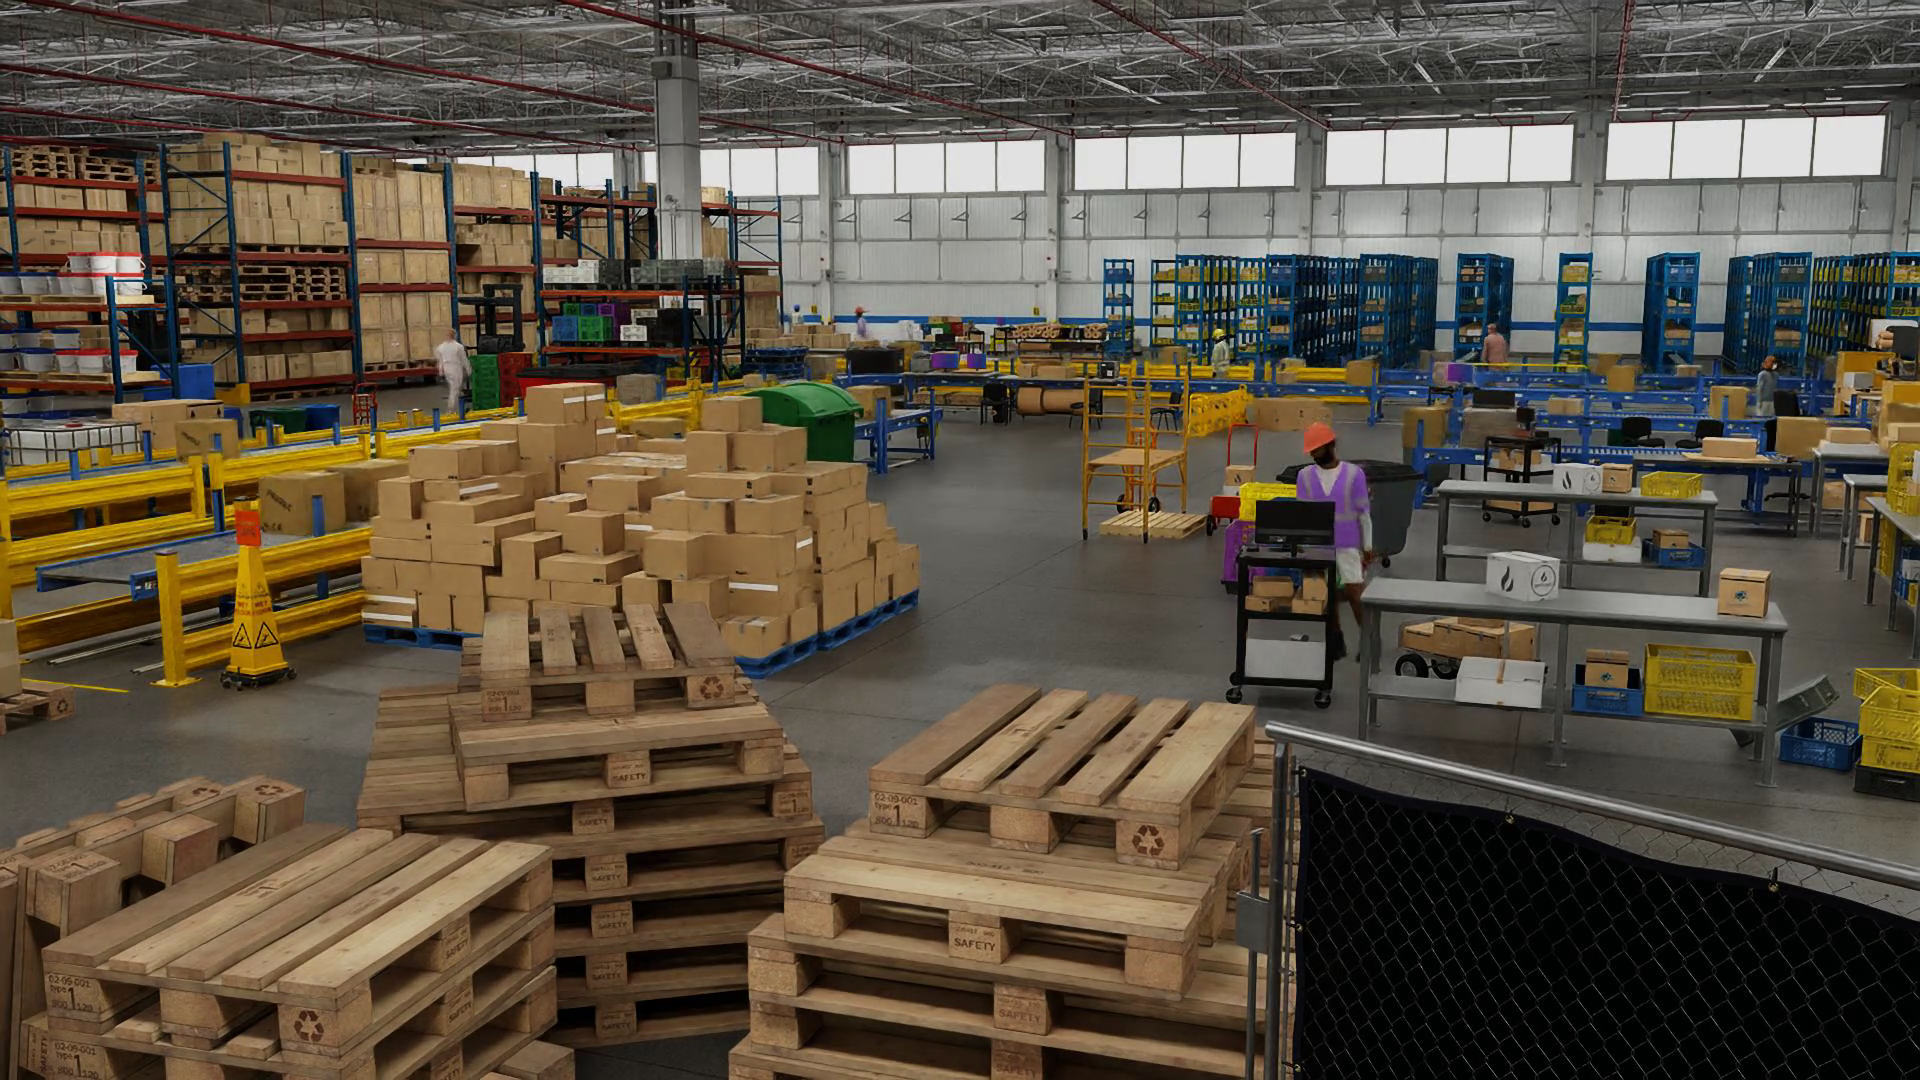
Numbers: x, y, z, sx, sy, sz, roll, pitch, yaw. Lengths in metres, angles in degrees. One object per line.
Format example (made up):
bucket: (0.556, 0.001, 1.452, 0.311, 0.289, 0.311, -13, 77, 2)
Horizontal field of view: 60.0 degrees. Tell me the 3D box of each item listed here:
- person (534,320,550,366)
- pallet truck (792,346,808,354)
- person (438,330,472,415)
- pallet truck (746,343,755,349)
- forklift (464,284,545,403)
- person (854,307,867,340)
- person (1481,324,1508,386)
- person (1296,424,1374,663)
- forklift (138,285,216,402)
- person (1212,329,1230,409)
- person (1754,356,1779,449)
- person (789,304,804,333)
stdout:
person: (-12.290, -5.603, 48.927, 0.579, 1.722, 0.626, 7, 12, 39)
pallet truck: (-3.705, -4.298, 42.022, 0.653, 1.274, 1.630, 3, 10, 20)
person: (-10.784, -3.579, 35.741, 0.659, 1.859, 0.959, 4, 10, 26)
pallet truck: (-6.183, -4.618, 44.264, 1.601, 1.201, 0.680, -9, 12, -43)
forklift: (-10.832, -4.702, 39.610, 1.129, 2.768, 1.873, 3, 10, 20)
person: (-3.243, -6.662, 54.735, 1.080, 1.988, 0.631, 1, 9, 5)
person: (12.983, -4.301, 40.368, 0.687, 1.857, 1.021, -5, 10, -28)
person: (2.910, 0.029, 13.004, 0.601, 1.888, 0.501, 5, 10, 28)
forklift: (-17.480, -4.200, 36.461, 1.873, 2.768, 1.129, 3, 10, 19)
person: (5.929, -3.894, 37.877, 0.412, 1.820, 0.612, 6, 11, 31)
person: (14.137, -2.411, 29.127, 0.501, 1.633, 0.286, -5, 10, -29)
person: (-6.311, -8.142, 64.210, 0.620, 1.921, 0.859, 3, 10, 21)
